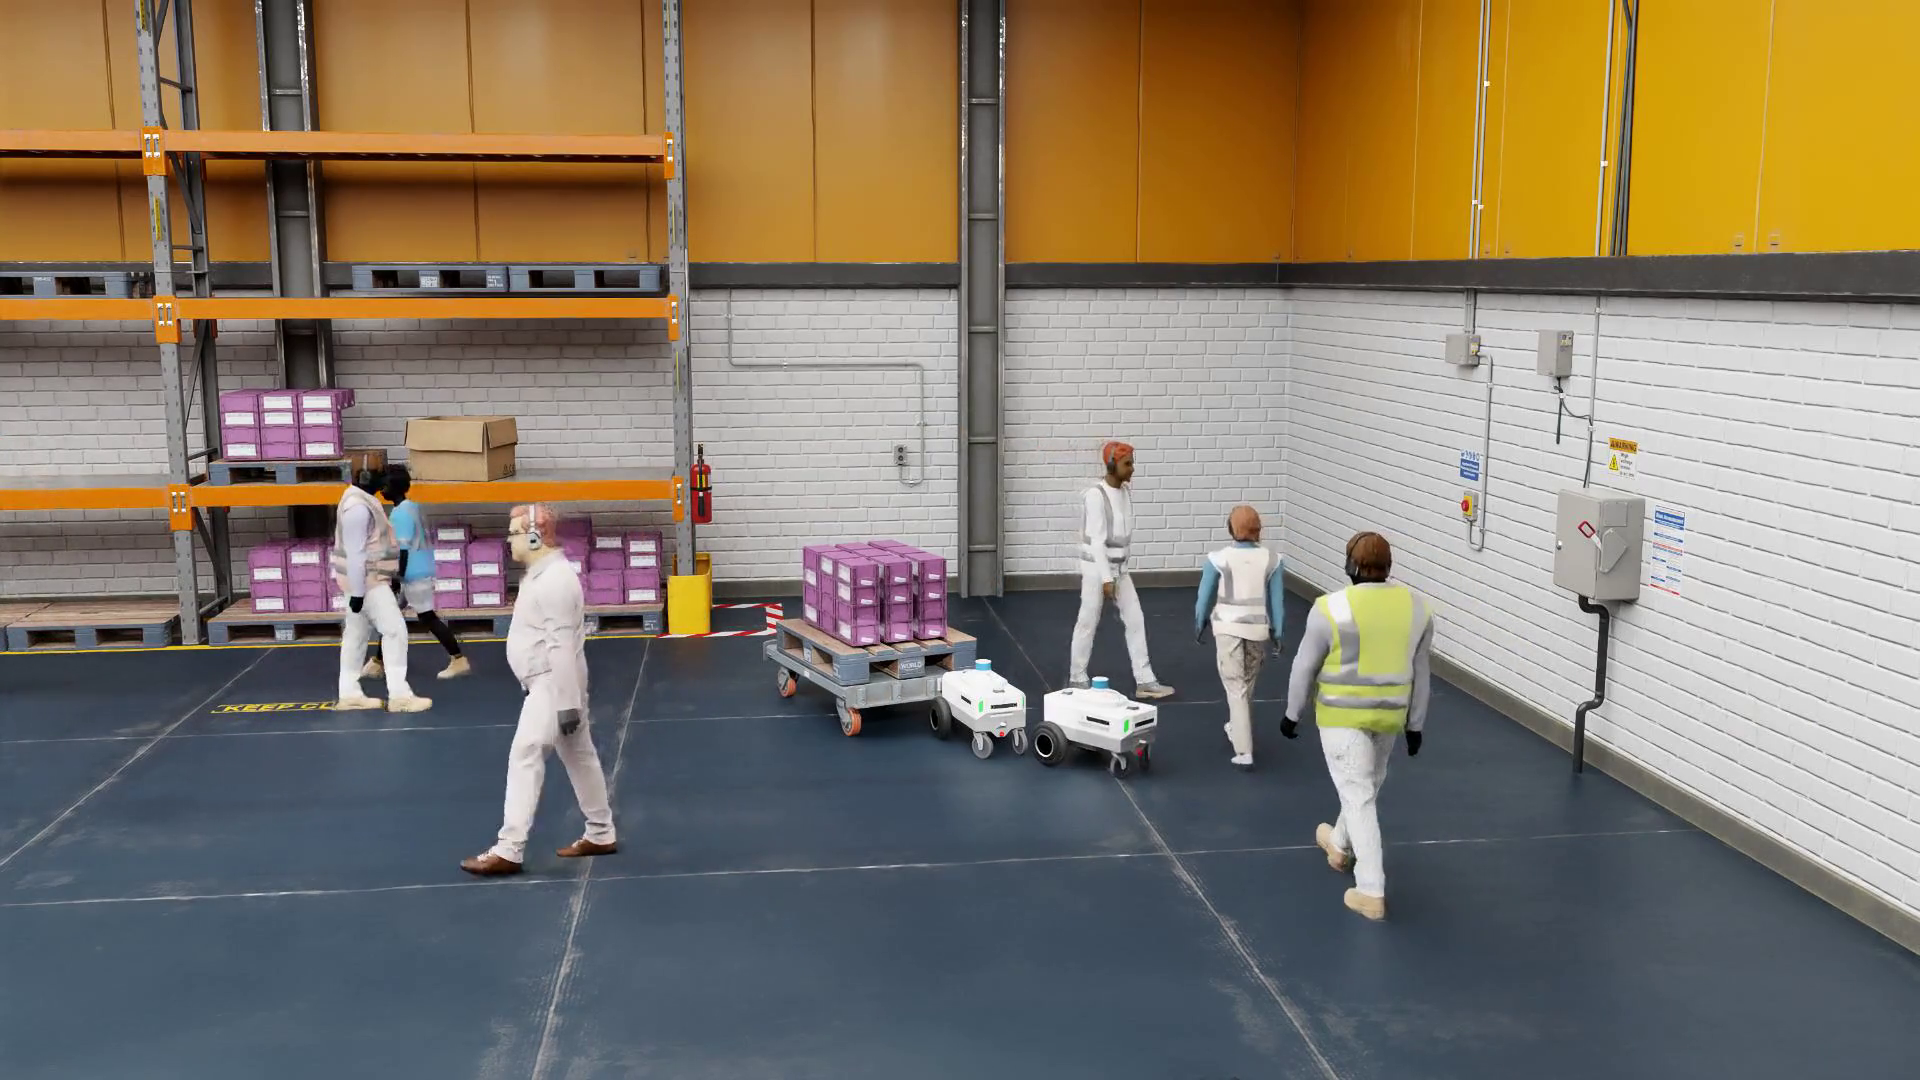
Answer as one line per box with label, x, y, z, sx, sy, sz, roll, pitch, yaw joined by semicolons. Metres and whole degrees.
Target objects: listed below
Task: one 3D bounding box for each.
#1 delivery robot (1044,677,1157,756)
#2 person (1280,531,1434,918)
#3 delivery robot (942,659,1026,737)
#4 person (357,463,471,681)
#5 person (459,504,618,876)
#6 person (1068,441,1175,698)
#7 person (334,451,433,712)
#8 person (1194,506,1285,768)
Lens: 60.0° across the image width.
delivery robot;0.858;1.083;10.191;0.707;0.478;0.477;9;13;44
person;1.899;0.845;8.092;0.640;1.791;0.940;-3;9;-16
delivery robot;0.149;1.009;10.654;0.477;0.478;0.707;-3;10;-21
person;-4.078;0.246;12.324;0.881;1.646;0.543;-3;10;-18
person;-2.180;0.756;8.432;0.898;1.870;0.673;-2;9;-15
person;1.130;0.243;11.711;0.881;1.850;0.598;7;11;36
person;-3.999;0.291;11.524;0.756;1.814;0.638;-3;10;-20
person;1.748;0.582;10.385;0.510;1.590;0.848;-2;9;-10
